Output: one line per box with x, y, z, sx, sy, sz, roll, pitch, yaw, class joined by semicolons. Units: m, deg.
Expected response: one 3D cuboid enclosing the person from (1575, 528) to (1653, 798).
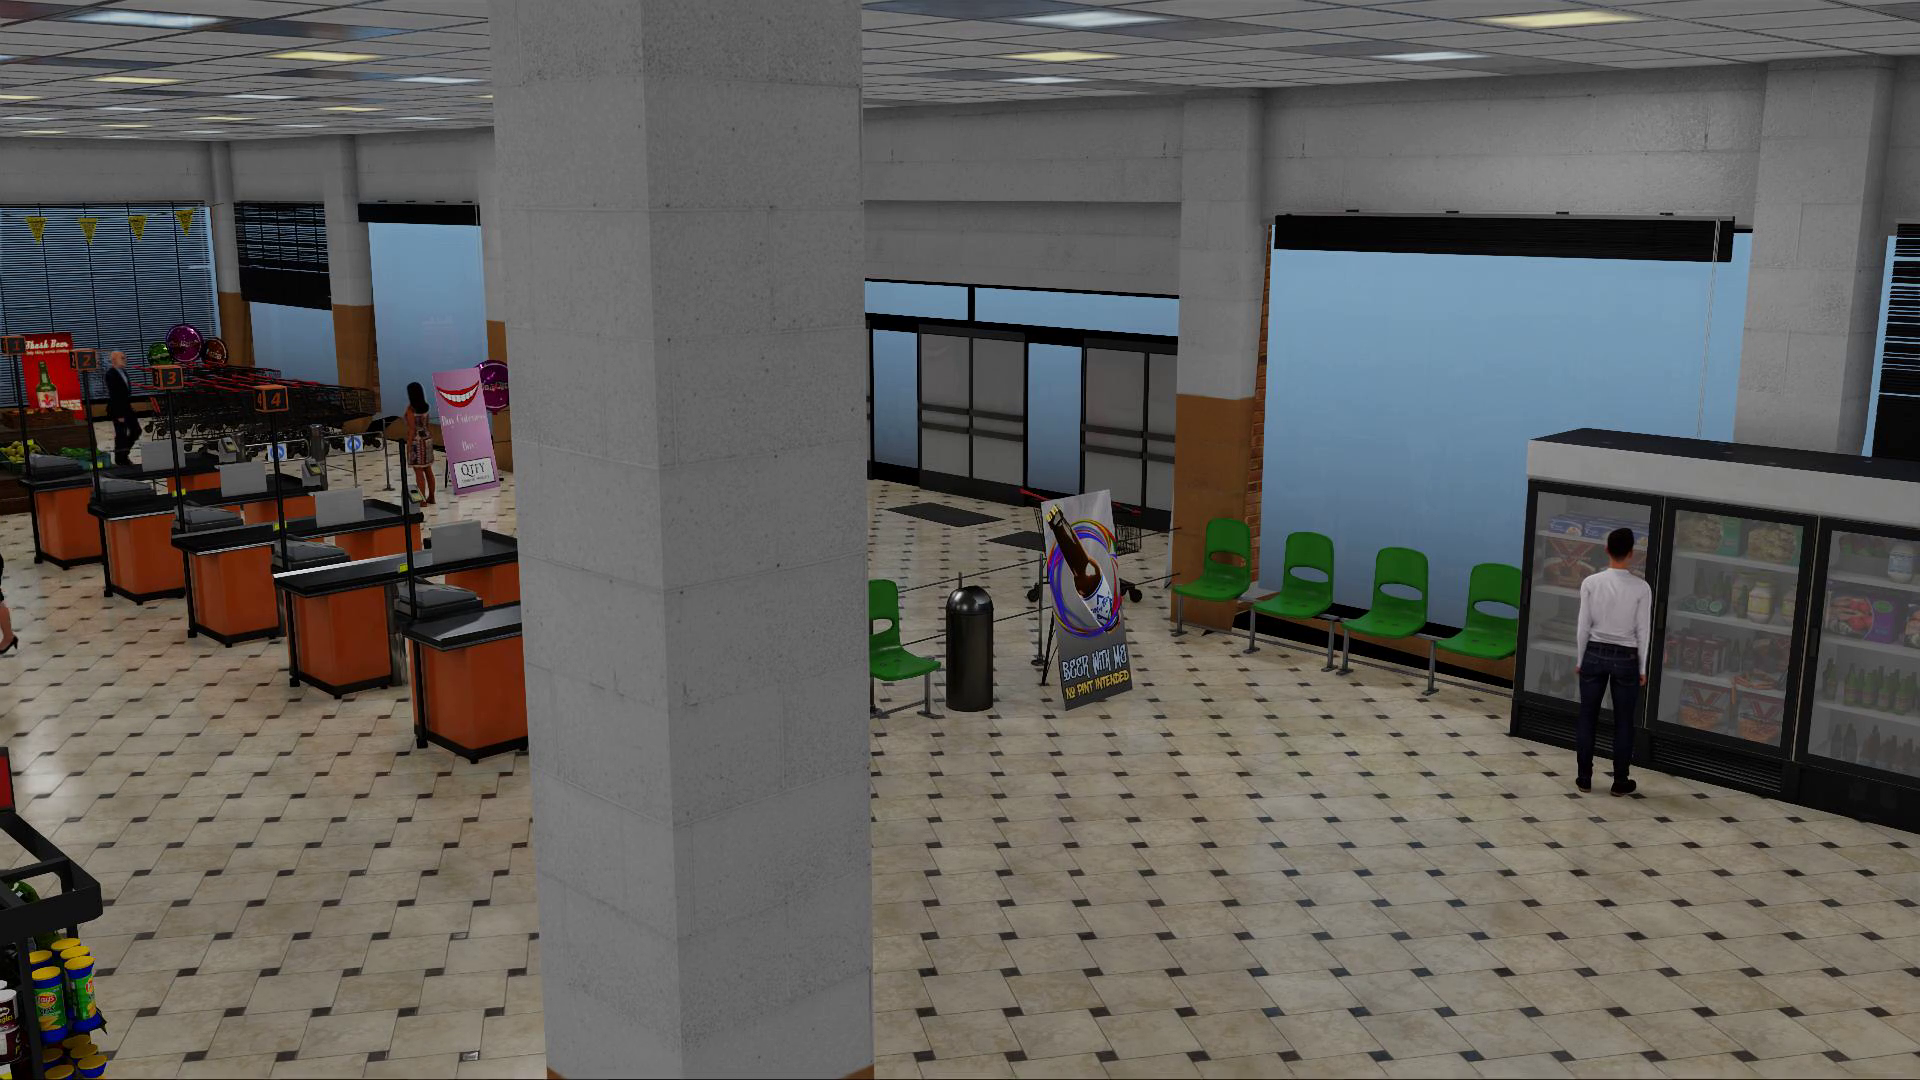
4.482;0.834;11.459;0.684;1.868;0.666;6;13;28;person

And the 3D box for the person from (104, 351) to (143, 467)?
-12.543;-1.914;24.704;0.855;1.787;0.808;-1;12;-3;person

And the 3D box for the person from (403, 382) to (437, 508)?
-7.150;-1.270;21.995;0.784;1.644;0.641;4;12;17;person
